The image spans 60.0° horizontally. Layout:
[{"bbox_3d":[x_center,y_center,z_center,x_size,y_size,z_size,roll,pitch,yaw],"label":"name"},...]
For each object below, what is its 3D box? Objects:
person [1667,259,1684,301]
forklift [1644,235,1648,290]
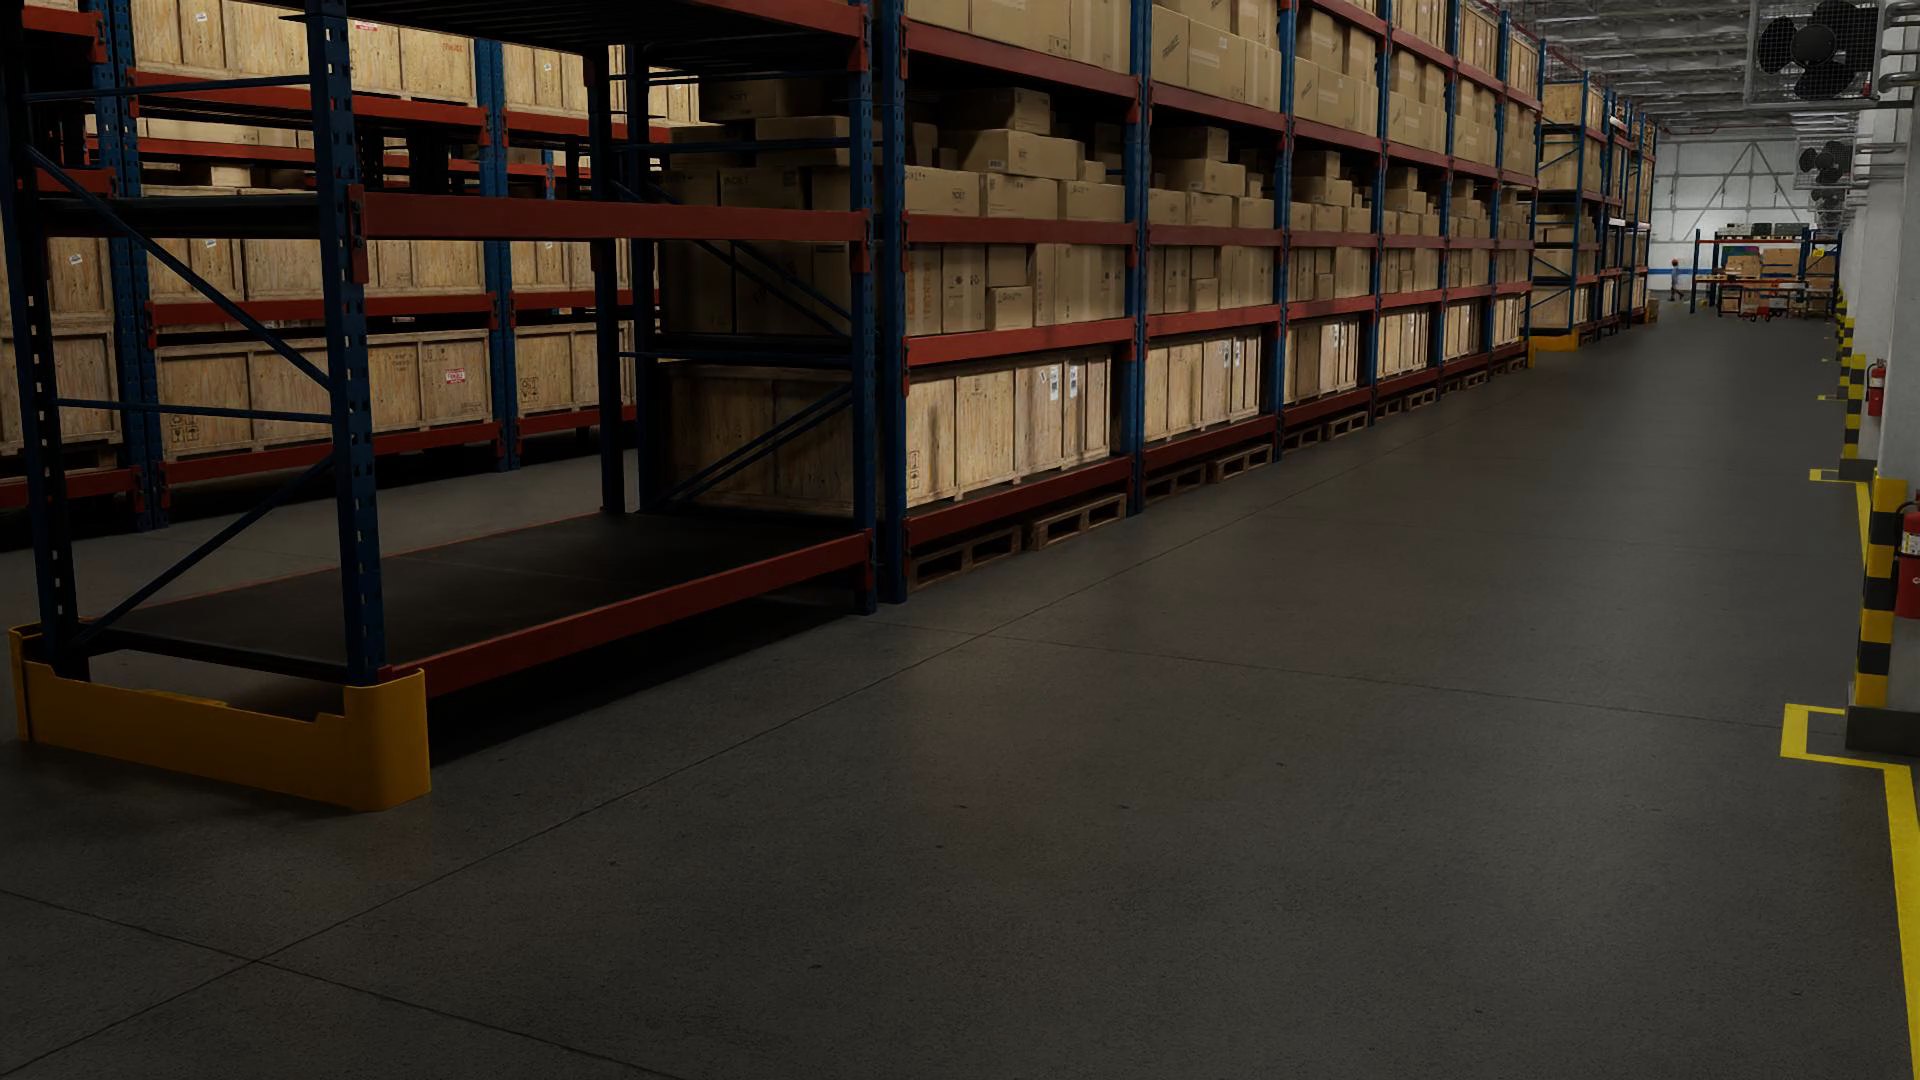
[{"bbox_3d":[32.365,-11.739,75.090,0.610,1.917,0.554,5,11,26],"label":"person"},{"bbox_3d":[24.657,-9.792,61.036,1.129,2.768,1.873,5,11,27],"label":"forklift"}]
